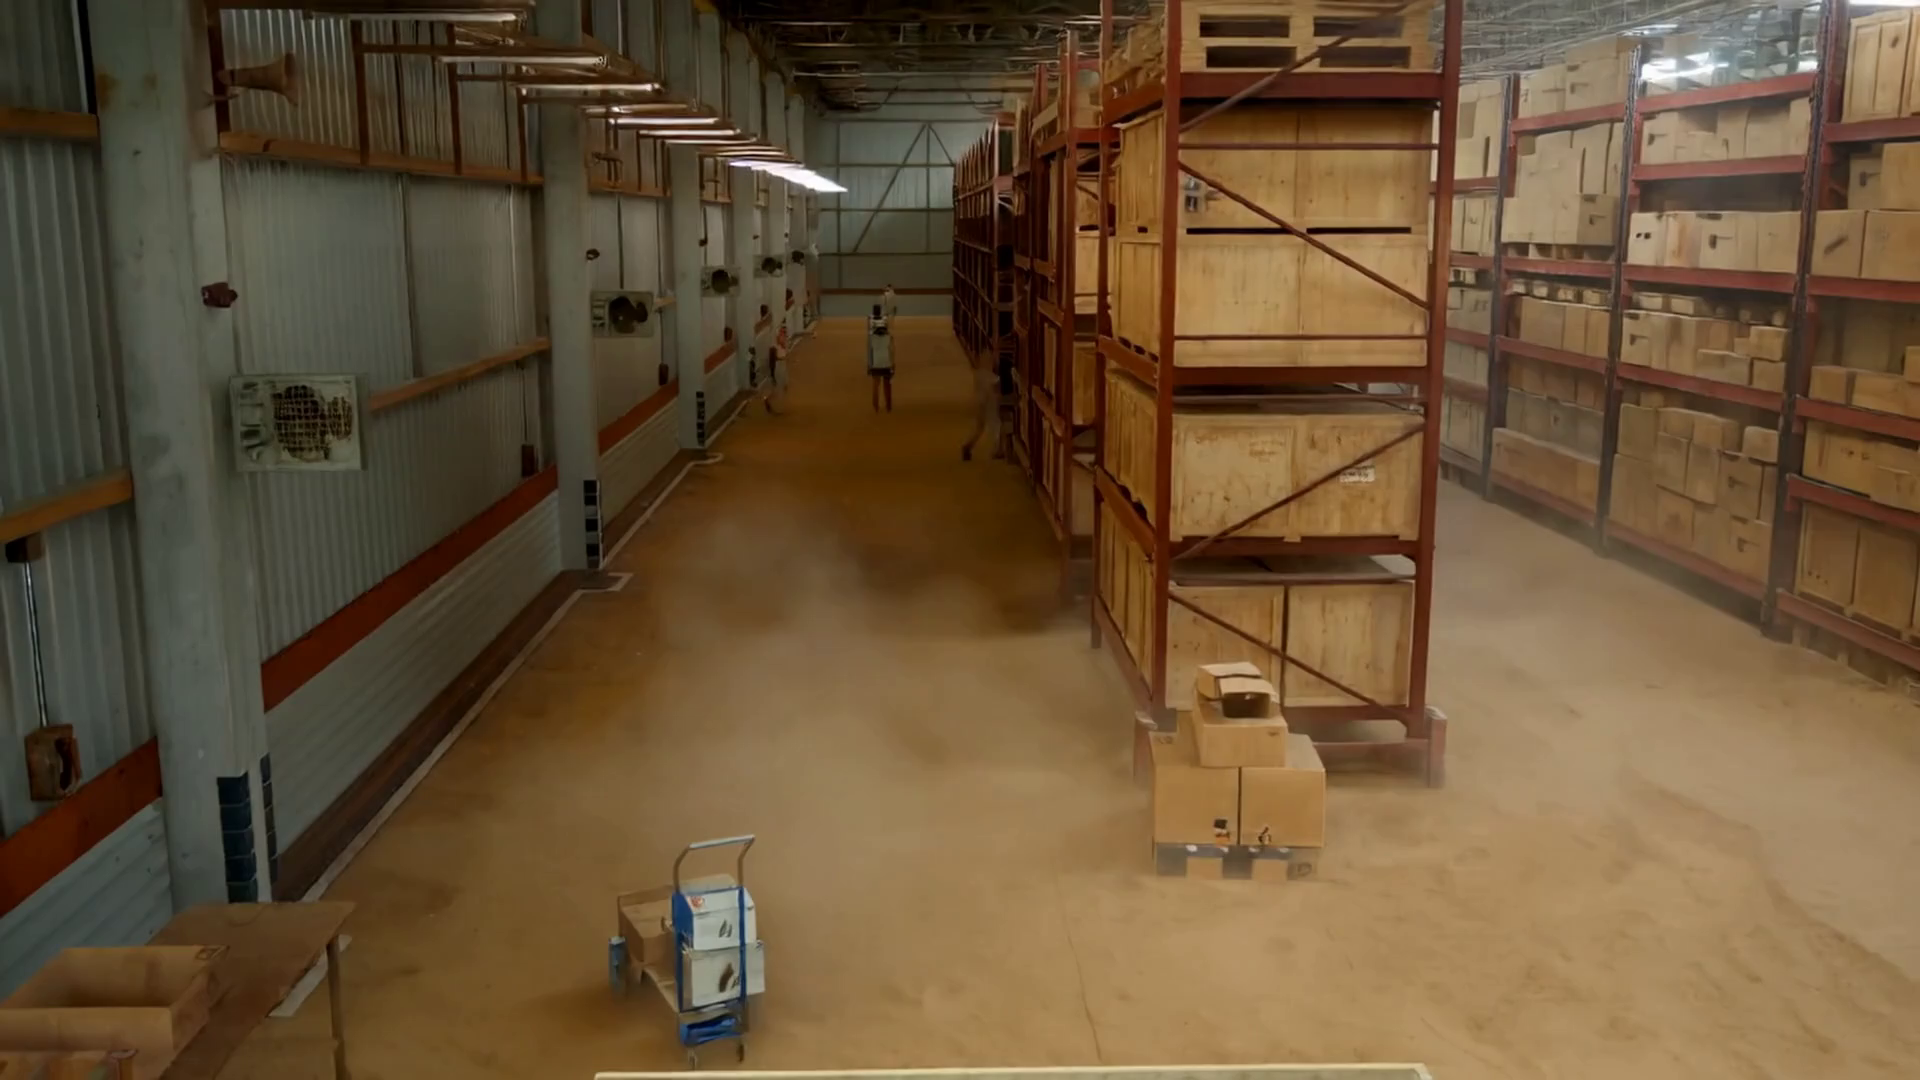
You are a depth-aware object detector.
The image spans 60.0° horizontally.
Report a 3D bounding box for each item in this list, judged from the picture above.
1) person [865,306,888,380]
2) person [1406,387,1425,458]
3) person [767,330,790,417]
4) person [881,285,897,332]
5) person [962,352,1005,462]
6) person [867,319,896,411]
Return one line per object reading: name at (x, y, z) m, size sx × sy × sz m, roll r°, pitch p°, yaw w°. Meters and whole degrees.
person at (-2.145, -5.076, 42.812) m, size 0.596 × 1.907 × 0.414 m, roll -3°, pitch 11°, yaw -17°
person at (6.772, -1.442, 24.430) m, size 0.535 × 1.700 × 0.318 m, roll -1°, pitch 11°, yaw -3°
person at (-3.794, -3.458, 34.573) m, size 0.457 × 1.830 × 0.567 m, roll 4°, pitch 12°, yaw 21°
person at (-2.623, -8.535, 61.322) m, size 0.561 × 1.703 × 0.885 m, roll 4°, pitch 12°, yaw 21°
person at (0.400, -2.266, 28.302) m, size 0.648 × 1.872 × 0.914 m, roll 8°, pitch 13°, yaw 35°
person at (-1.681, -3.753, 35.715) m, size 0.614 × 1.988 × 0.404 m, roll -3°, pitch 11°, yaw -15°
